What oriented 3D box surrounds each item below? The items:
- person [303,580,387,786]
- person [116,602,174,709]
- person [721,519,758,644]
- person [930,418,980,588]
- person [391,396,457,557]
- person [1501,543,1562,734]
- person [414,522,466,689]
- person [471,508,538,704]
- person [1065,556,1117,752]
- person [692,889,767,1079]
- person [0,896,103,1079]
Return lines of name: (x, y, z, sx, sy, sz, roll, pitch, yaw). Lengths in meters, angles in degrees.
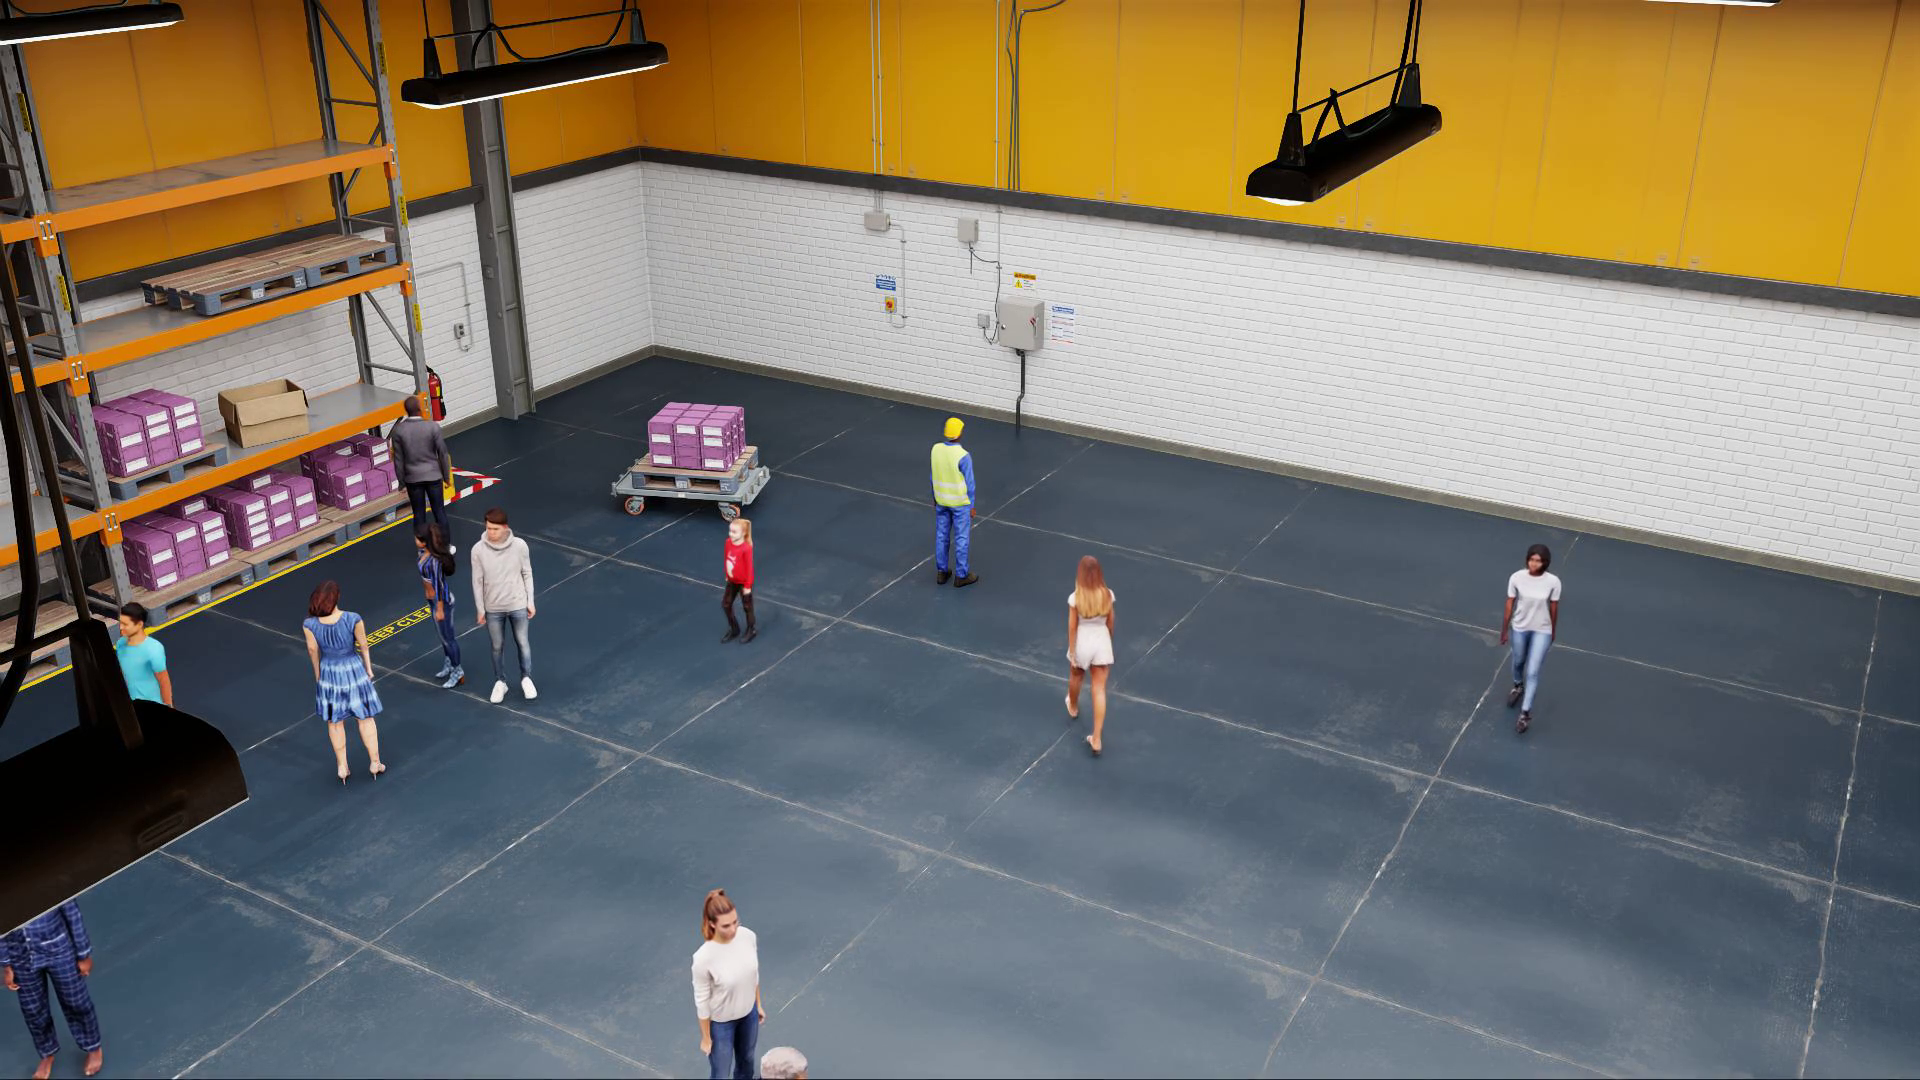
person: (-4.991, 1.148, 13.485, 0.744, 1.806, 0.795, -5, 24, -12)
person: (-6.391, 1.273, 13.261, 0.640, 1.758, 0.971, 12, 26, 25)
person: (-2.067, 0.368, 15.939, 0.524, 1.271, 0.575, 15, 28, 30)
person: (-0.077, -0.401, 17.023, 0.648, 1.812, 0.555, 13, 27, 27)
person: (-5.667, -0.643, 17.571, 0.787, 1.816, 0.832, -5, 24, -11)
person: (4.976, 0.787, 14.477, 0.615, 1.673, 1.105, 12, 26, 25)
person: (-4.707, 0.569, 15.046, 0.725, 1.618, 0.695, -11, 26, -23)
person: (-4.029, 0.557, 14.783, 0.753, 1.850, 0.806, -6, 24, -13)
person: (1.129, 0.982, 14.062, 0.995, 1.649, 1.166, -2, 24, -5)
person: (-1.354, 2.815, 9.782, 0.723, 1.719, 0.543, 21, 31, 39)
person: (-5.684, 2.535, 10.303, 0.748, 1.814, 0.810, -6, 24, -14)
